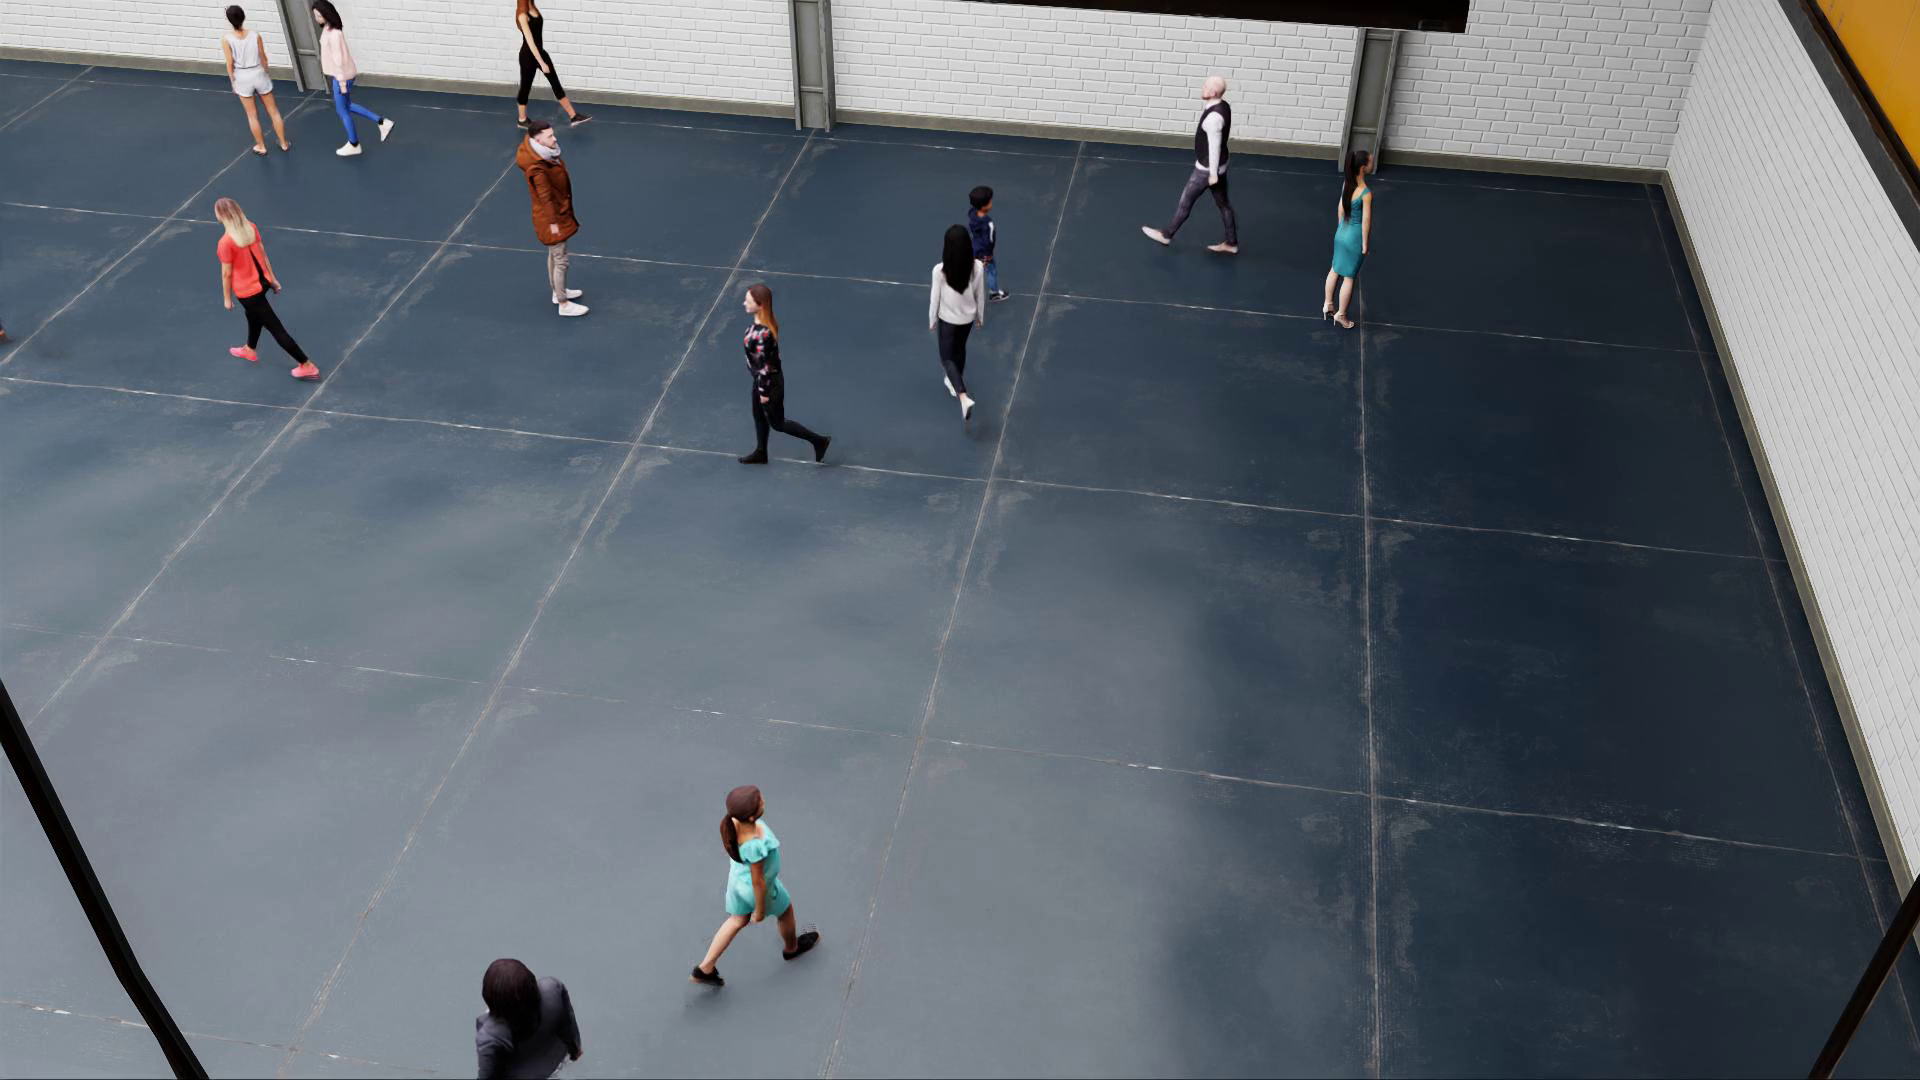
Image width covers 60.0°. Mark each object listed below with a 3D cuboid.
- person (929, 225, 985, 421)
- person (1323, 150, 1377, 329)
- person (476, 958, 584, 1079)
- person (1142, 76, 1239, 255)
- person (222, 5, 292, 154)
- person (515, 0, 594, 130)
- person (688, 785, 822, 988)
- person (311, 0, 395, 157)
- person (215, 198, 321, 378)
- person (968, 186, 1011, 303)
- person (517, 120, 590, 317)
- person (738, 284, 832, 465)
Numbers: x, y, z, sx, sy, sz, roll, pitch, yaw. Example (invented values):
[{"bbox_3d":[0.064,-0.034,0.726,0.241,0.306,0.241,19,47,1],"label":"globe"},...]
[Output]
[{"bbox_3d":[-0.003,-1.784,13.787,1.057,1.674,1.009,-13,41,-16],"label":"person"},{"bbox_3d":[3.505,-2.700,14.925,0.637,1.686,0.619,-16,41,-19],"label":"person"},{"bbox_3d":[-2.107,2.668,8.307,1.153,1.556,0.955,24,44,27],"label":"person"},{"bbox_3d":[2.484,-3.522,15.885,1.220,1.772,0.803,11,40,13],"label":"person"},{"bbox_3d":[-7.565,-4.915,17.755,0.666,1.615,0.738,-27,46,-29],"label":"person"},{"bbox_3d":[-4.731,-5.248,18.113,1.098,1.690,0.623,8,39,10],"label":"person"},{"bbox_3d":[-1.211,1.934,9.244,1.049,1.534,1.015,-25,45,-28],"label":"person"},{"bbox_3d":[-6.447,-4.895,17.631,1.014,1.739,0.869,-8,39,-10],"label":"person"},{"bbox_3d":[-5.945,-2.104,14.212,1.184,1.644,0.649,9,39,11],"label":"person"},{"bbox_3d":[0.147,-2.688,15.295,0.897,1.206,0.806,-20,43,-23],"label":"person"},{"bbox_3d":[-3.708,-2.921,15.081,0.859,1.837,0.834,-11,40,-14],"label":"person"},{"bbox_3d":[-1.429,-1.266,13.146,1.056,1.665,0.771,-4,39,-5],"label":"person"}]
